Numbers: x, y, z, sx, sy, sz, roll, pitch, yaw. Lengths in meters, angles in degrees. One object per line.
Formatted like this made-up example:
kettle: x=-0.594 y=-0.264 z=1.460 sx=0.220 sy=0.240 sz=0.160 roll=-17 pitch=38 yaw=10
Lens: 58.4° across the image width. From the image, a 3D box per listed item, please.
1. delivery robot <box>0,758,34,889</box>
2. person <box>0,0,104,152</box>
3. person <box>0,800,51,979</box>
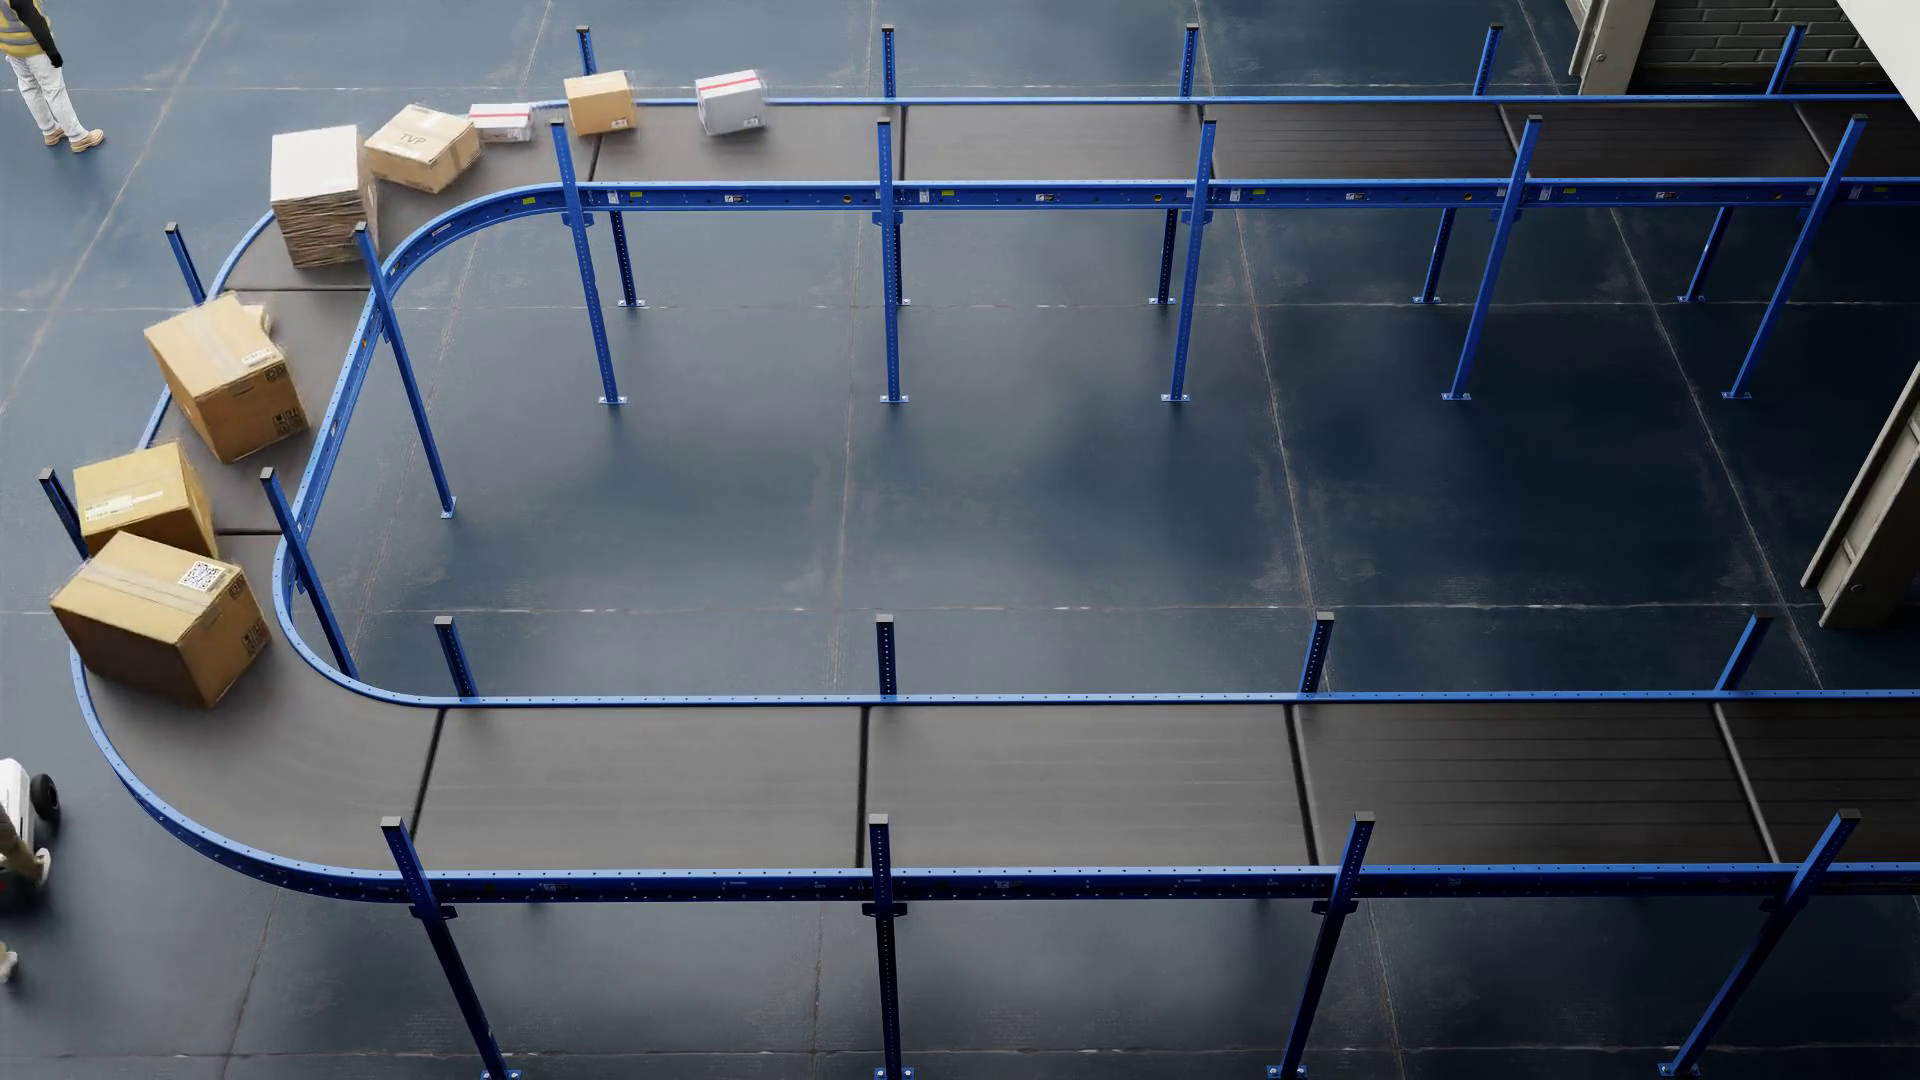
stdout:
delivery robot: x=-5.298 y=1.553 z=9.400 sx=0.477 sy=0.478 sz=0.707 roll=-14 pitch=48 yaw=-13
person: x=-7.441 y=-3.969 z=13.723 sx=0.625 sy=1.844 sz=0.429 roll=18 pitch=50 yaw=16
person: x=-5.061 y=1.532 z=8.751 sx=0.496 sy=1.599 sz=0.824 roll=-15 pitch=49 yaw=-13
